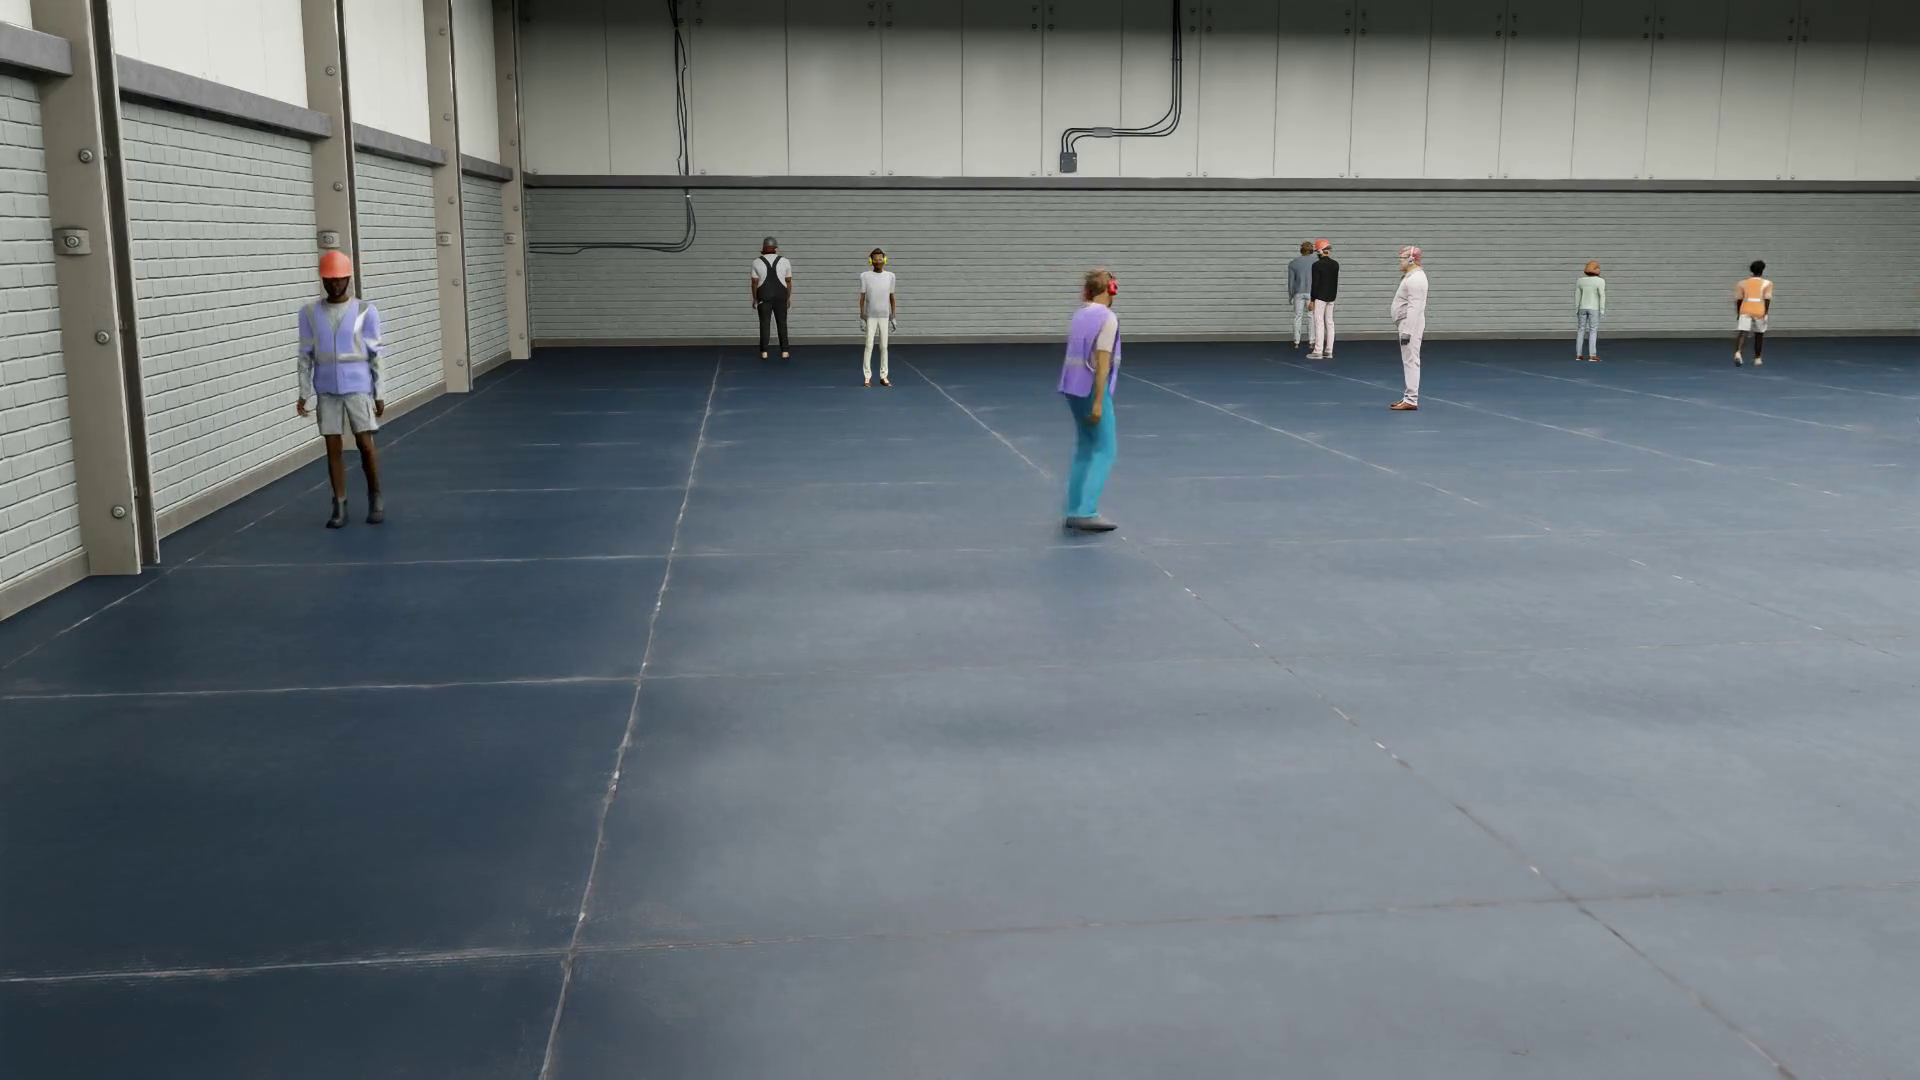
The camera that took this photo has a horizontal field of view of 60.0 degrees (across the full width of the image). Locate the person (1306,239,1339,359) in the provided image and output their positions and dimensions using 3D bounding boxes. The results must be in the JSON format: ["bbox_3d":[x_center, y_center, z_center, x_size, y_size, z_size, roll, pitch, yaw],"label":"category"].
[{"bbox_3d":[6.036,-4.010,27.693,0.608,1.990,0.385,-8,13,-37],"label":"person"}]

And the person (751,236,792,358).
[{"bbox_3d":[-3.173,-4.084,27.961,0.673,2.000,0.536,-2,11,-10],"label":"person"}]

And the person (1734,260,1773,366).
[{"bbox_3d":[12.419,-3.551,26.096,0.534,1.670,0.822,8,13,39],"label":"person"}]

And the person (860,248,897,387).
[{"bbox_3d":[-1.104,-3.010,22.541,0.521,1.873,0.335,-3,11,-13],"label":"person"}]

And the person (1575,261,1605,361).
[{"bbox_3d":[10.328,-3.754,27.269,0.270,1.632,0.508,-9,14,-41],"label":"person"}]

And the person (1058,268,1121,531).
[{"bbox_3d":[0.919,-0.975,11.559,0.458,1.804,0.598,-4,11,-23],"label":"person"}]

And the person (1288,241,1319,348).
[{"bbox_3d":[6.278,-4.449,30.241,0.628,1.940,0.373,3,11,18],"label":"person"}]

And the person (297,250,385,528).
[{"bbox_3d":[-4.337,-1.056,11.651,0.560,1.934,0.397,-1,10,-5],"label":"person"}]

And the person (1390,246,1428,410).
[{"bbox_3d":[5.250,-2.474,19.496,0.406,1.911,0.639,3,11,18],"label":"person"}]
